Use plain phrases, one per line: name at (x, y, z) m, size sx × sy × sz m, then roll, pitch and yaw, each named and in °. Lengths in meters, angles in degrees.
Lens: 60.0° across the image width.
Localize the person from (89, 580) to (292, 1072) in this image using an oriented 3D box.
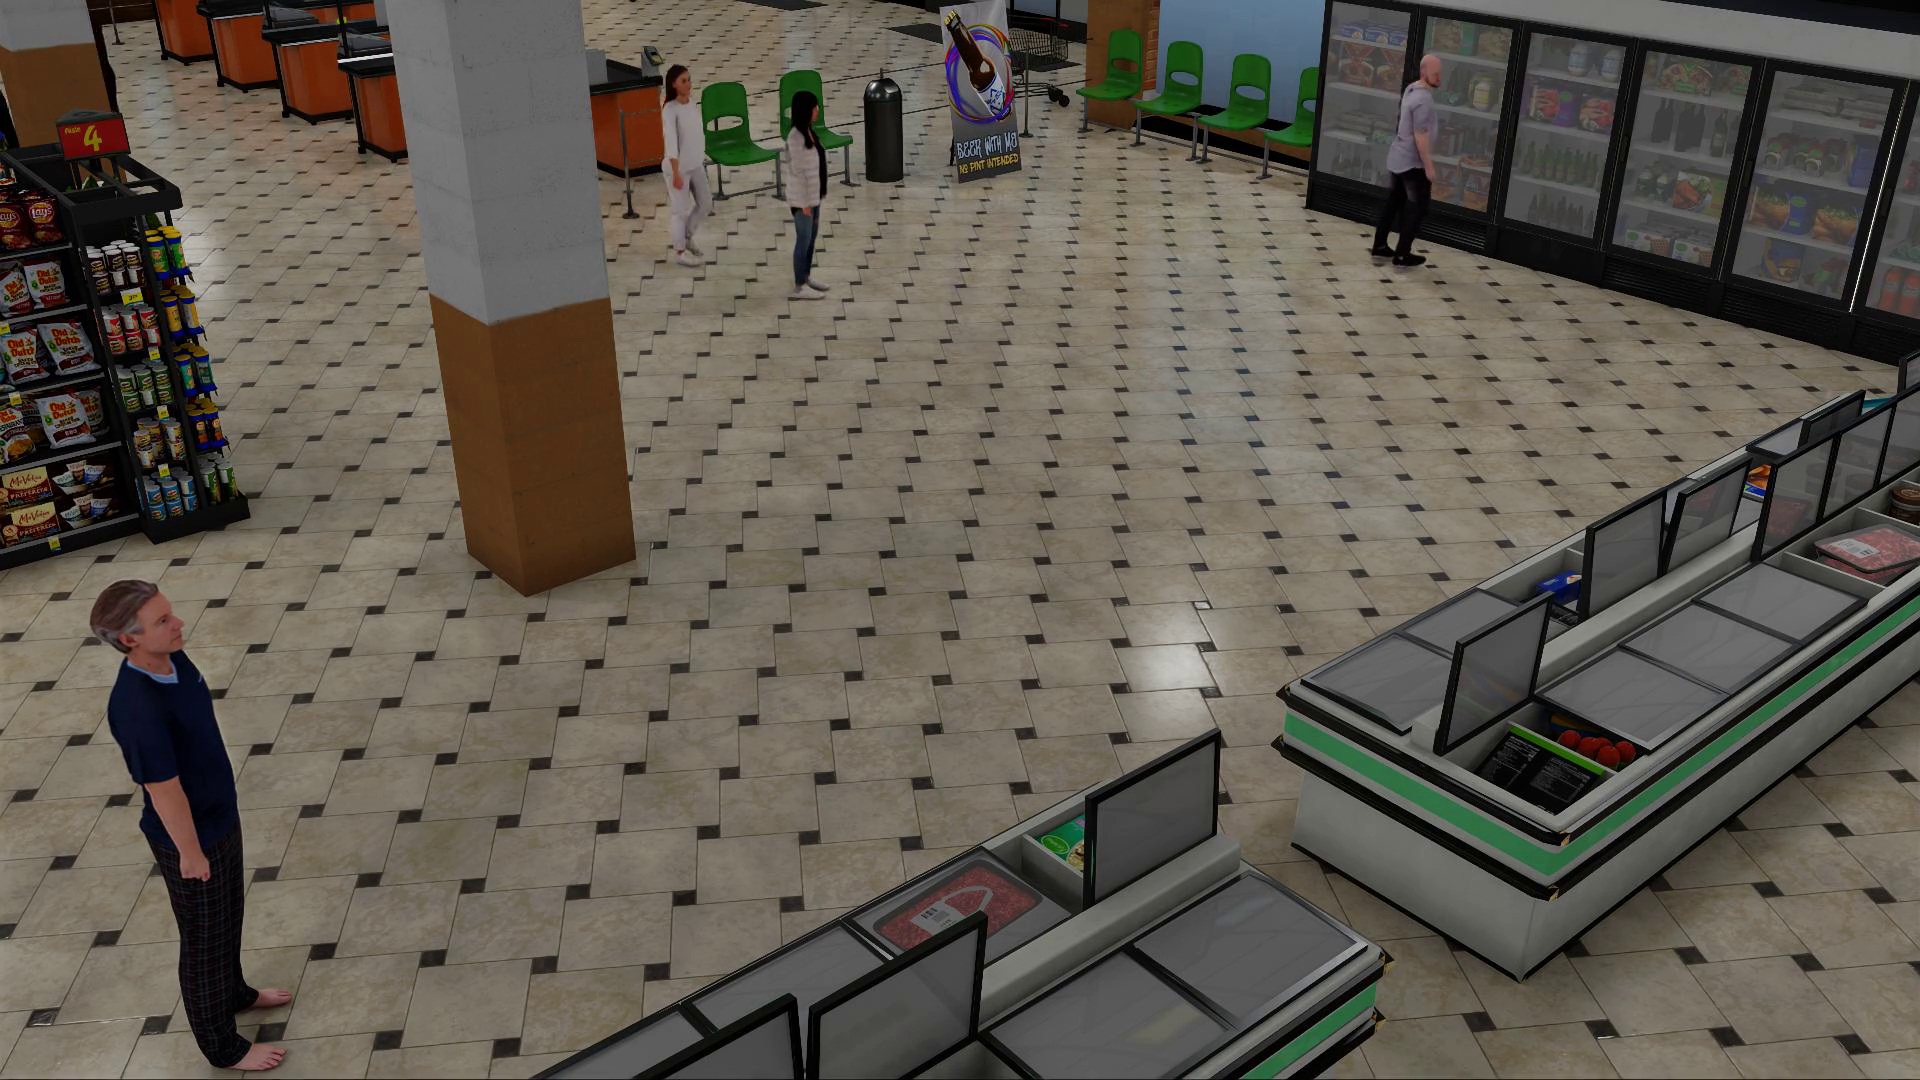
person at (-2.624, 0.967, 5.677) m, size 0.714 × 1.871 × 0.736 m, roll -6°, pitch 27°, yaw -12°

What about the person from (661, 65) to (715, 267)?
person at (-2.383, -3.144, 13.996) m, size 0.773 × 1.679 × 0.675 m, roll 13°, pitch 30°, yaw 24°

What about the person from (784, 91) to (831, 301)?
person at (-1.253, -2.757, 13.285) m, size 0.766 × 1.632 × 0.690 m, roll 5°, pitch 27°, yaw 9°

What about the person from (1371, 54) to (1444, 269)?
person at (3.707, -3.106, 13.792) m, size 0.896 × 1.795 × 0.852 m, roll -4°, pitch 27°, yaw -8°
